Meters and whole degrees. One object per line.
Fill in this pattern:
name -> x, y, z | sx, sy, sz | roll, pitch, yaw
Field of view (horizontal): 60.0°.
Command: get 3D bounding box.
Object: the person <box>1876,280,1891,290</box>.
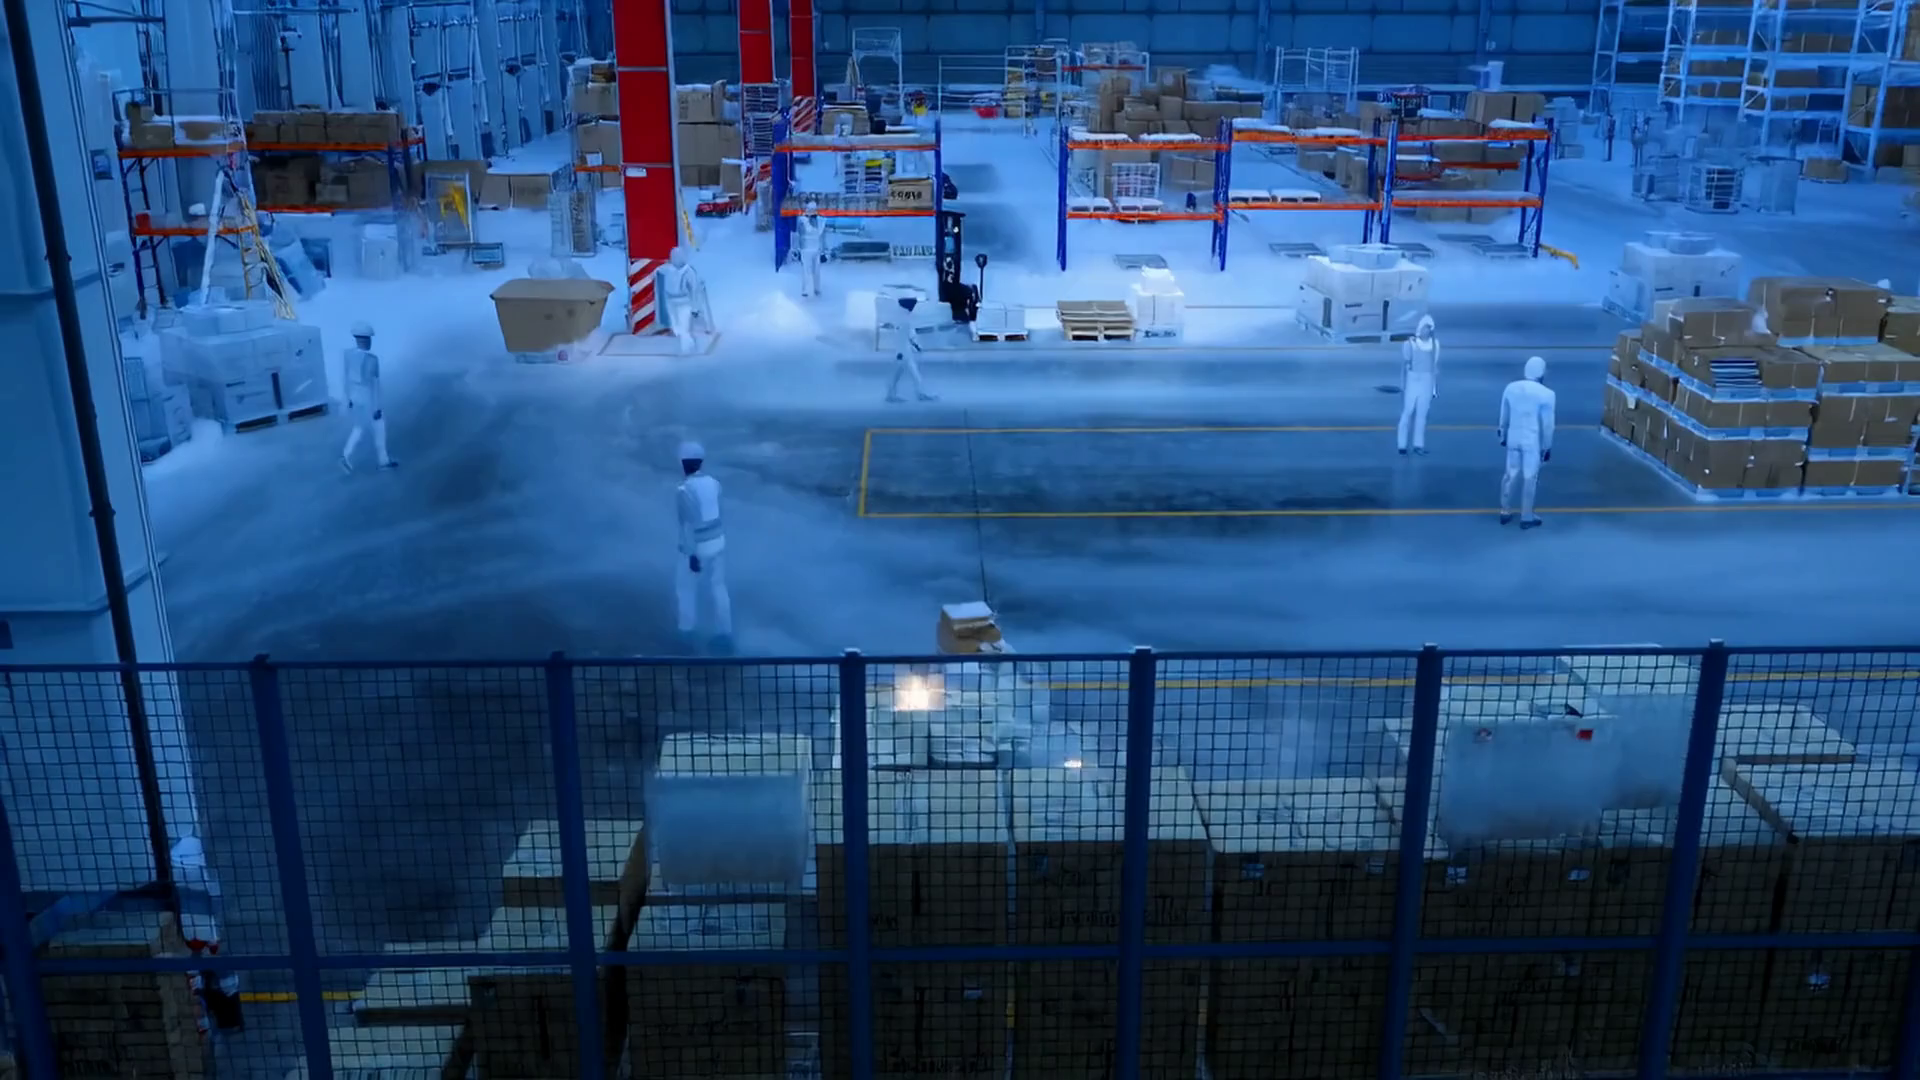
person -> 12.847, -2.703, 23.423 | 0.604, 1.888, 0.890 | 6, 19, 16

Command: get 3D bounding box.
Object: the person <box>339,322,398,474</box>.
person -> -7.389, -1.738, 20.532 | 0.595, 1.905, 0.732 | 8, 20, 22

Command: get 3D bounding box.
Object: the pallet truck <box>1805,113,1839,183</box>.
pallet truck -> 26.403, -11.957, 50.702 | 0.823, 1.965, 1.885 | 6, 19, 16

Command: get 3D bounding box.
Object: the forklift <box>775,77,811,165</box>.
forklift -> -5.920, -13.893, 55.085 | 1.873, 2.768, 1.129 | -1, 19, -1

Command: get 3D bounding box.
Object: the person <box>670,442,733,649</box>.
person -> -2.380, 0.050, 15.242 | 0.760, 1.892, 0.610 | 12, 22, 32

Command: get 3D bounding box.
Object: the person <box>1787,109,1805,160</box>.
person -> 27.507, -13.273, 54.847 | 0.624, 1.845, 0.430 | -13, 23, -34

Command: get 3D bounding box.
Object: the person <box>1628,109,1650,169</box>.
person -> 22.102, -13.051, 54.092 | 0.386, 1.909, 0.589 | -13, 23, -34

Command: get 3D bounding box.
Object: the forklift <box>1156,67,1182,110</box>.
forklift -> 7.674, -16.089, 61.599 | 1.129, 2.768, 1.873 | -9, 21, -25

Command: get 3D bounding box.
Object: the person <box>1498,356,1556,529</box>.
person -> 6.317, -1.092, 18.562 | 0.355, 1.936, 0.636 | -15, 24, -38

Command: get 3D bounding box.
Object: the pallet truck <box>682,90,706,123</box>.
pallet truck -> -9.671, -15.907, 62.421 | 0.823, 1.965, 1.885 | 5, 19, 15

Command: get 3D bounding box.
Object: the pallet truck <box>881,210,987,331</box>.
pallet truck -> -0.493, -4.759, 29.349 | 1.885, 1.965, 0.823 | -13, 23, -34

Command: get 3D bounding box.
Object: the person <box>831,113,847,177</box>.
person -> -3.777, -12.287, 51.765 | 0.552, 1.942, 0.341 | 9, 21, 25

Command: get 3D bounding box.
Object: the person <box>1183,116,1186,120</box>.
person -> 7.289, -13.107, 54.666 | 0.523, 1.638, 0.310 | 1, 19, 4

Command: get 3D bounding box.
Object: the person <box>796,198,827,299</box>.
person -> -2.855, -5.629, 32.045 | 0.588, 1.923, 0.383 | -7, 20, -19

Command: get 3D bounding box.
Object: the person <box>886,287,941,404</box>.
person -> -0.685, -2.794, 23.977 | 0.871, 1.704, 0.508 | 0, 19, 1

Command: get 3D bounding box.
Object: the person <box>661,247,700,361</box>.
person -> -4.519, -3.793, 26.745 | 0.629, 1.828, 0.438 | 12, 22, 31

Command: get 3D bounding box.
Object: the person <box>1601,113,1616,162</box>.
person -> 21.871, -13.557, 56.018 | 0.315, 1.629, 0.509 | -2, 19, -6

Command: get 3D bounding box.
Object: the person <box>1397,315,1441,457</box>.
person -> 5.888, -1.977, 21.333 | 0.517, 1.842, 0.326 | -4, 19, -12

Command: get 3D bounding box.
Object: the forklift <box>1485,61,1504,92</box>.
forklift -> 21.140, -17.589, 66.049 | 1.873, 2.768, 1.129 | -1, 19, -2
